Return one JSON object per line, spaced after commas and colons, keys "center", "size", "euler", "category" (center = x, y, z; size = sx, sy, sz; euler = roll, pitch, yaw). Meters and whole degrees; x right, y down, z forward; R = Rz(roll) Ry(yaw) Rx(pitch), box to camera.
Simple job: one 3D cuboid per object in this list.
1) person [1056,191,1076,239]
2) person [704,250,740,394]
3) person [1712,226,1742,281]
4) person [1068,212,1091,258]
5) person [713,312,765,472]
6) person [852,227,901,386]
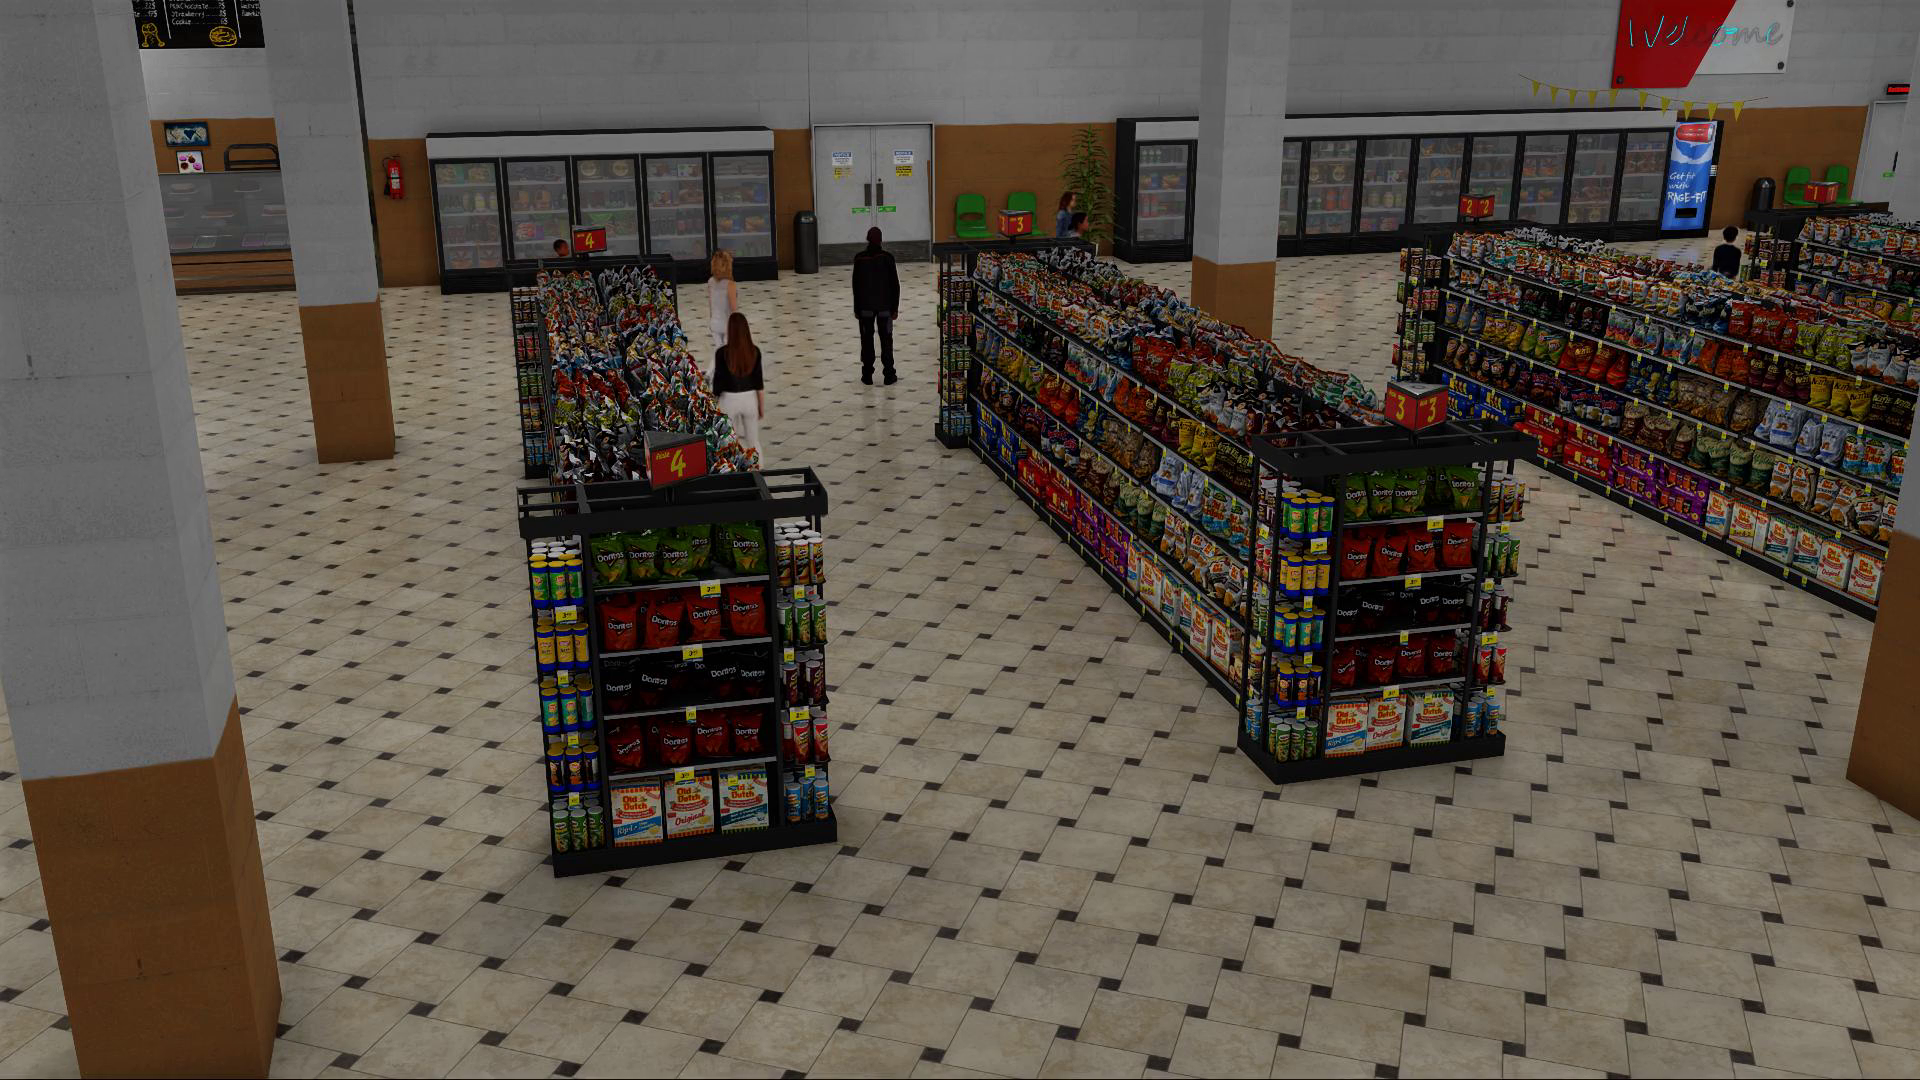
{"center": [1.549, -4.562, 25.313], "size": [0.970, 1.461, 0.893], "euler": [12, 22, 31], "category": "person"}
{"center": [-2.696, -2.387, 18.558], "size": [0.872, 1.657, 0.901], "euler": [15, 24, 38], "category": "person"}
{"center": [10.784, -3.802, 23.442], "size": [0.724, 1.217, 0.799], "euler": [9, 21, 24], "category": "person"}
{"center": [1.401, -3.281, 21.118], "size": [0.818, 1.716, 0.927], "euler": [0, 19, -1], "category": "person"}
{"center": [-1.995, -1.203, 14.982], "size": [0.617, 1.697, 0.599], "euler": [-7, 20, -19], "category": "person"}
{"center": [-0.982, -2.718, 19.277], "size": [0.766, 1.825, 0.699], "euler": [0, 19, 1], "category": "person"}
